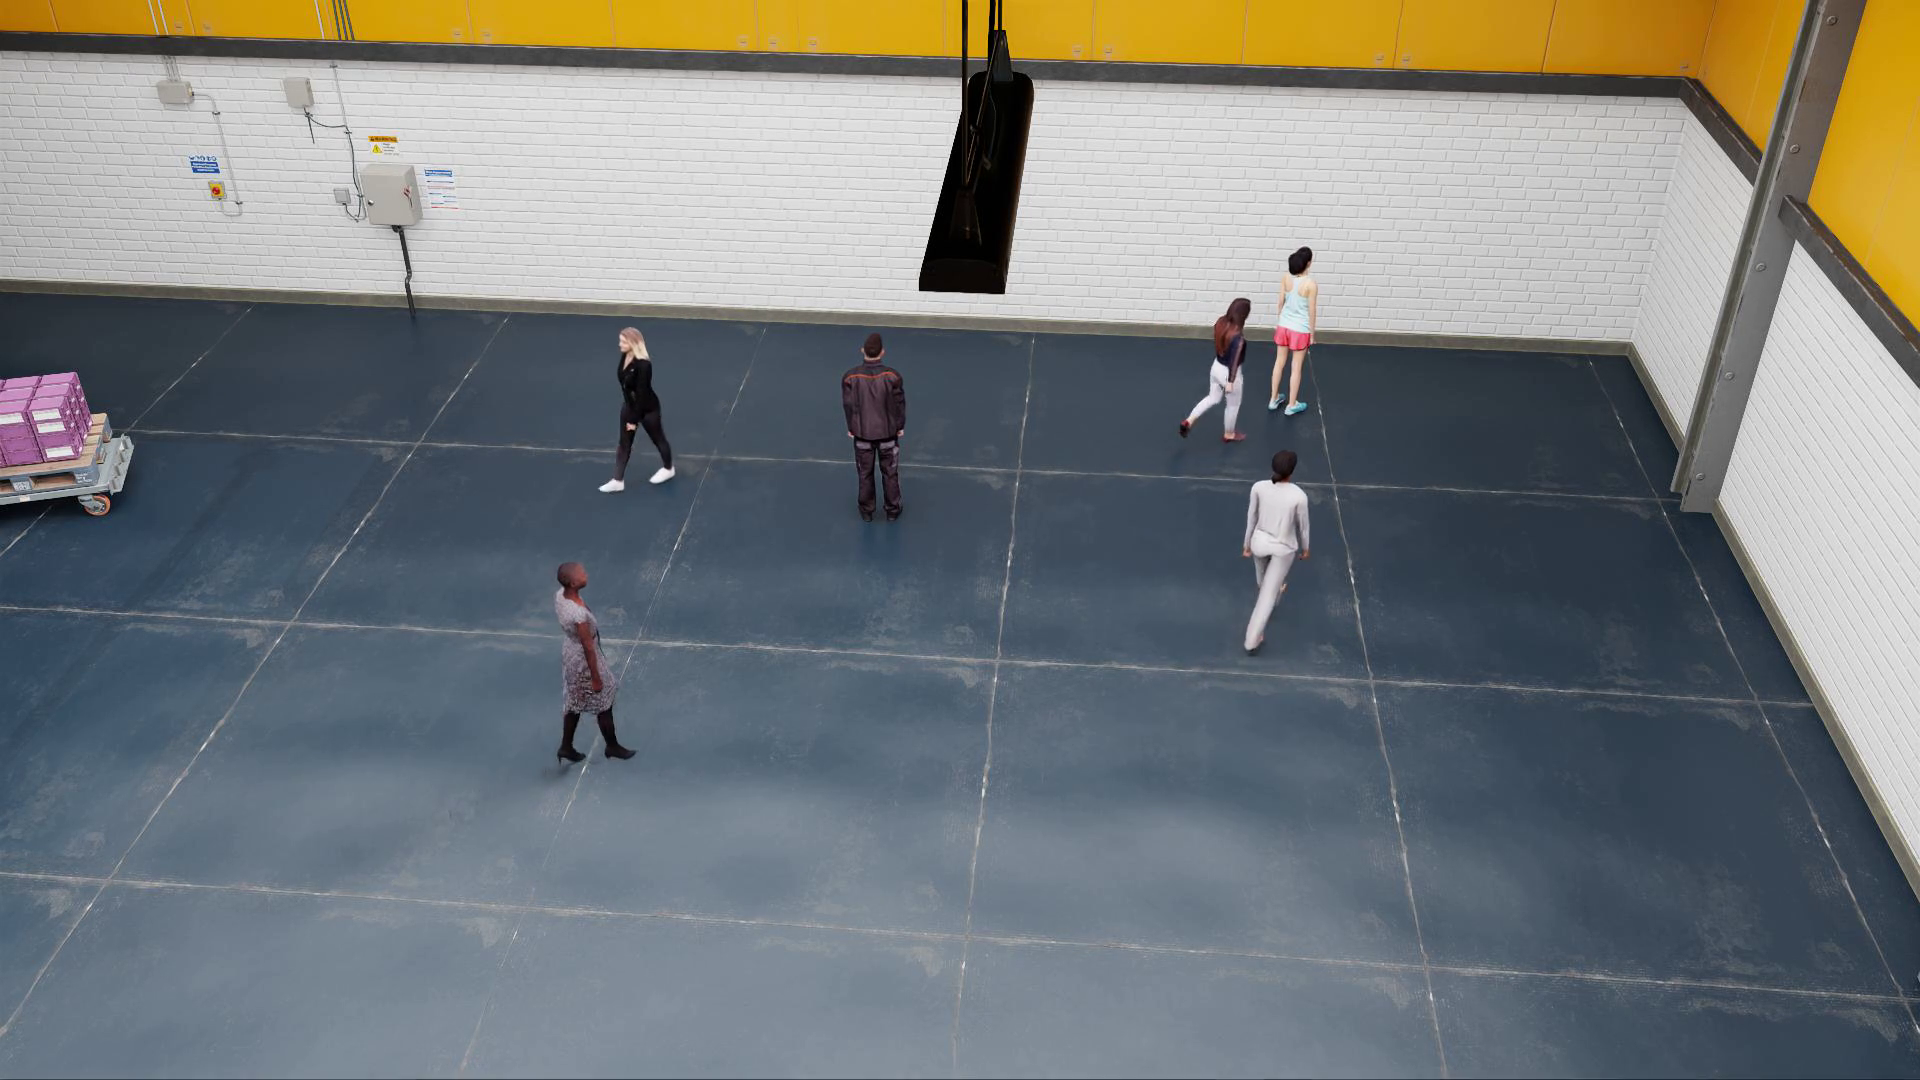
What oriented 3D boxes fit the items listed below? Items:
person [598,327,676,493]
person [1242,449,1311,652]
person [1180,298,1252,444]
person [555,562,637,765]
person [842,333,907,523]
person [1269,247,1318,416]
[{"bbox_3d":[-2.839,-1.223,15.357,1.083,1.654,1.004,-27,42,-35],"label":"person"},{"bbox_3d":[2.480,0.116,13.317,0.971,1.683,1.243,18,38,25],"label":"person"},{"bbox_3d":[2.503,-1.580,15.952,0.939,1.590,0.997,-14,36,-20],"label":"person"},{"bbox_3d":[-2.764,0.924,12.010,0.921,1.784,0.869,-21,39,-29],"label":"person"},{"bbox_3d":[-0.752,-1.006,14.847,0.727,1.857,0.627,0,34,0],"label":"person"},{"bbox_3d":[3.330,-2.093,16.566,0.684,1.765,0.726,28,43,36],"label":"person"}]
